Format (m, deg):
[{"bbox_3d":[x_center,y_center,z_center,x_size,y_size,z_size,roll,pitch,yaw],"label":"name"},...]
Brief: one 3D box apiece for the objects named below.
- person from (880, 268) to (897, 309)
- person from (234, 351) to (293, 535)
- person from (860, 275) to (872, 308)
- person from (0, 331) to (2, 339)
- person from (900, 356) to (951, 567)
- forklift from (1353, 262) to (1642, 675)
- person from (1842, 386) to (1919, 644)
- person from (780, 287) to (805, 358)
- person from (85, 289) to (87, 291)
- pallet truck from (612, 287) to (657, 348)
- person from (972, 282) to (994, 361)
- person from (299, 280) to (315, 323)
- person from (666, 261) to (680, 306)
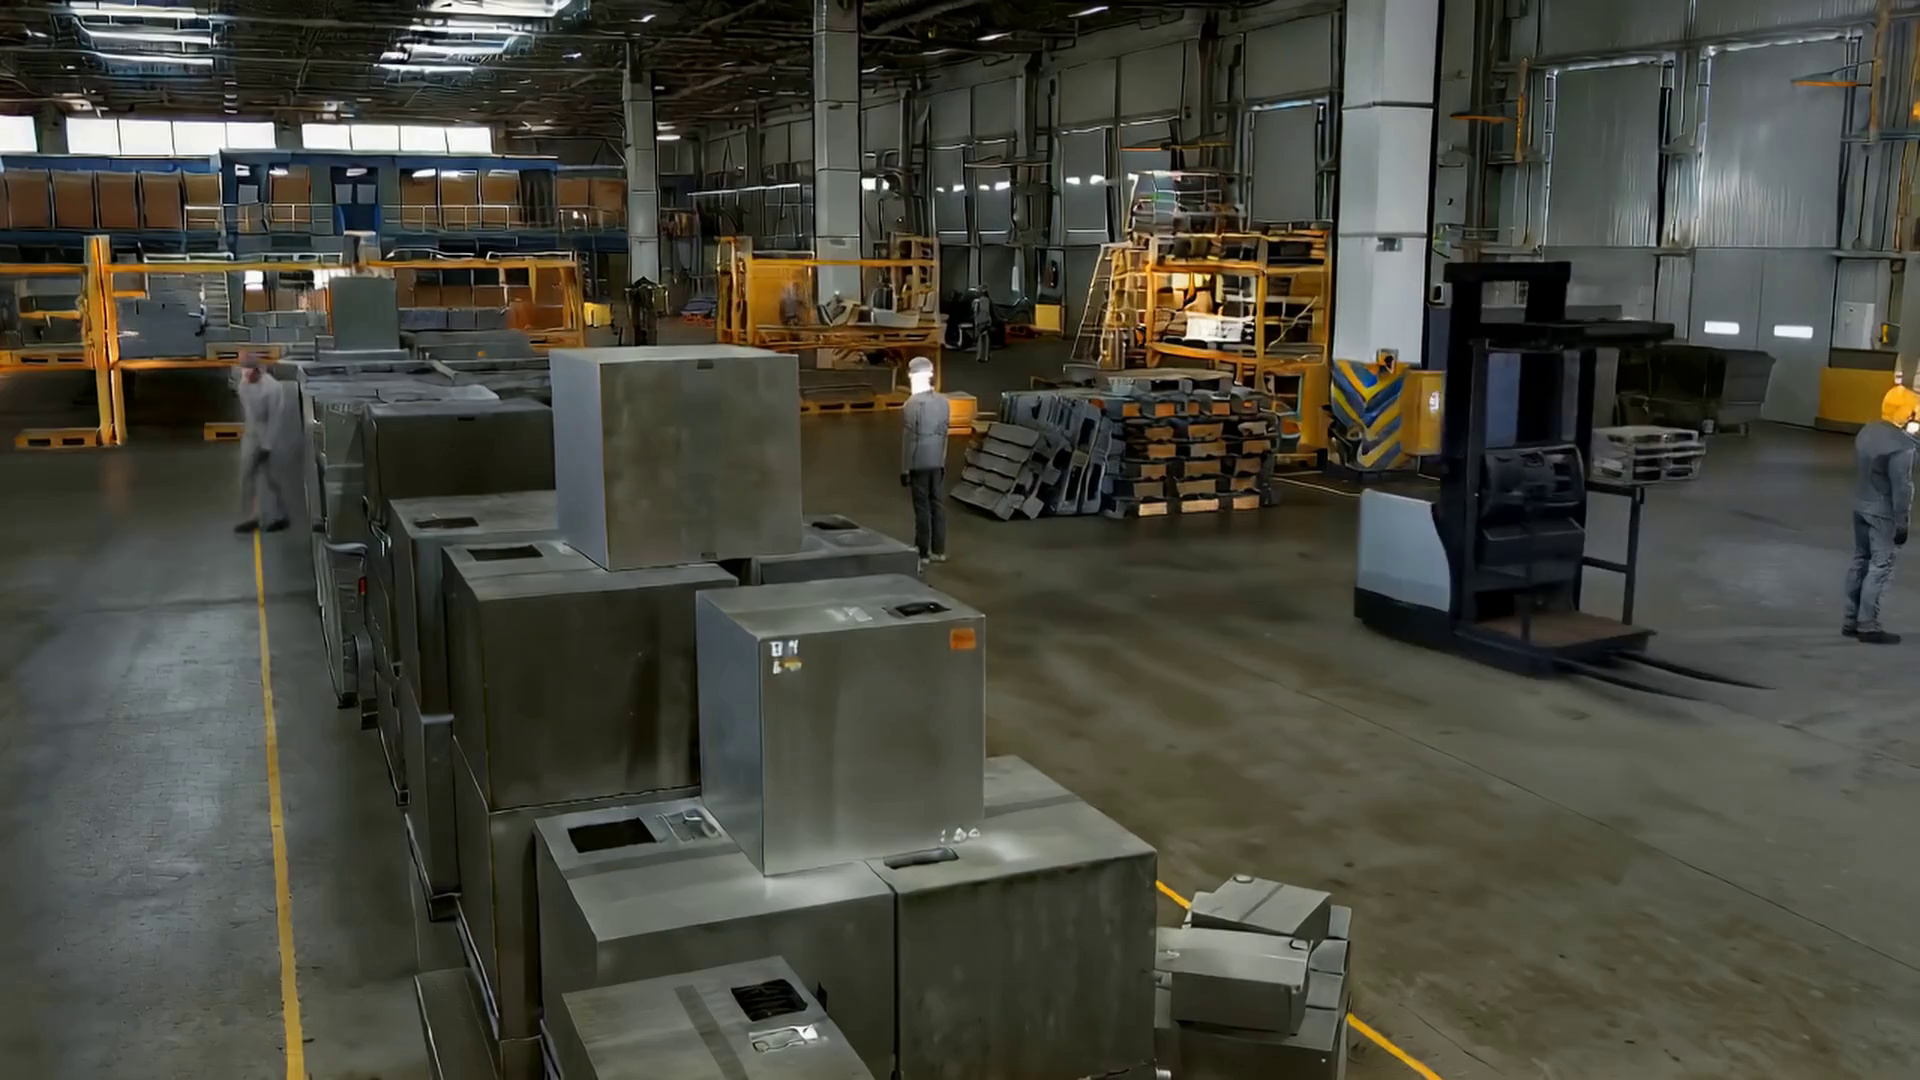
[{"bbox_3d":[-2.554,-8.715,59.312,0.602,1.940,0.402,-1,10,-8],"label":"person"},{"bbox_3d":[-7.005,-0.976,16.800,0.632,1.882,0.788,3,11,16],"label":"person"},{"bbox_3d":[-3.098,-7.426,52.448,0.624,1.867,1.019,-4,11,-21],"label":"person"},{"bbox_3d":[-21.480,-4.564,36.597,0.489,1.875,0.645,4,11,22],"label":"person"},{"bbox_3d":[-0.331,-0.716,15.259,0.364,1.928,0.586,8,13,37],"label":"person"},{"bbox_3d":[3.919,-0.627,12.142,1.129,2.768,1.873,-5,12,-27],"label":"forklift"},{"bbox_3d":[6.837,-0.180,12.327,0.390,1.928,0.636,0,10,0],"label":"person"},{"bbox_3d":[-4.122,-5.340,41.042,0.635,1.818,0.723,1,10,8],"label":"person"},{"bbox_3d":[-26.081,-6.989,50.201,0.696,1.796,0.513,9,14,42],"label":"person"},{"bbox_3d":[-6.464,-4.406,35.401,0.823,1.965,1.885,6,12,32],"label":"pallet truck"},{"bbox_3d":[0.559,-5.369,40.877,0.552,1.937,0.356,-3,11,-16],"label":"person"},{"bbox_3d":[-17.052,-5.832,43.469,0.622,1.932,0.367,10,14,43],"label":"person"},{"bbox_3d":[-12.833,-11.449,74.258,0.612,1.986,0.407,-1,10,-4],"label":"person"}]
